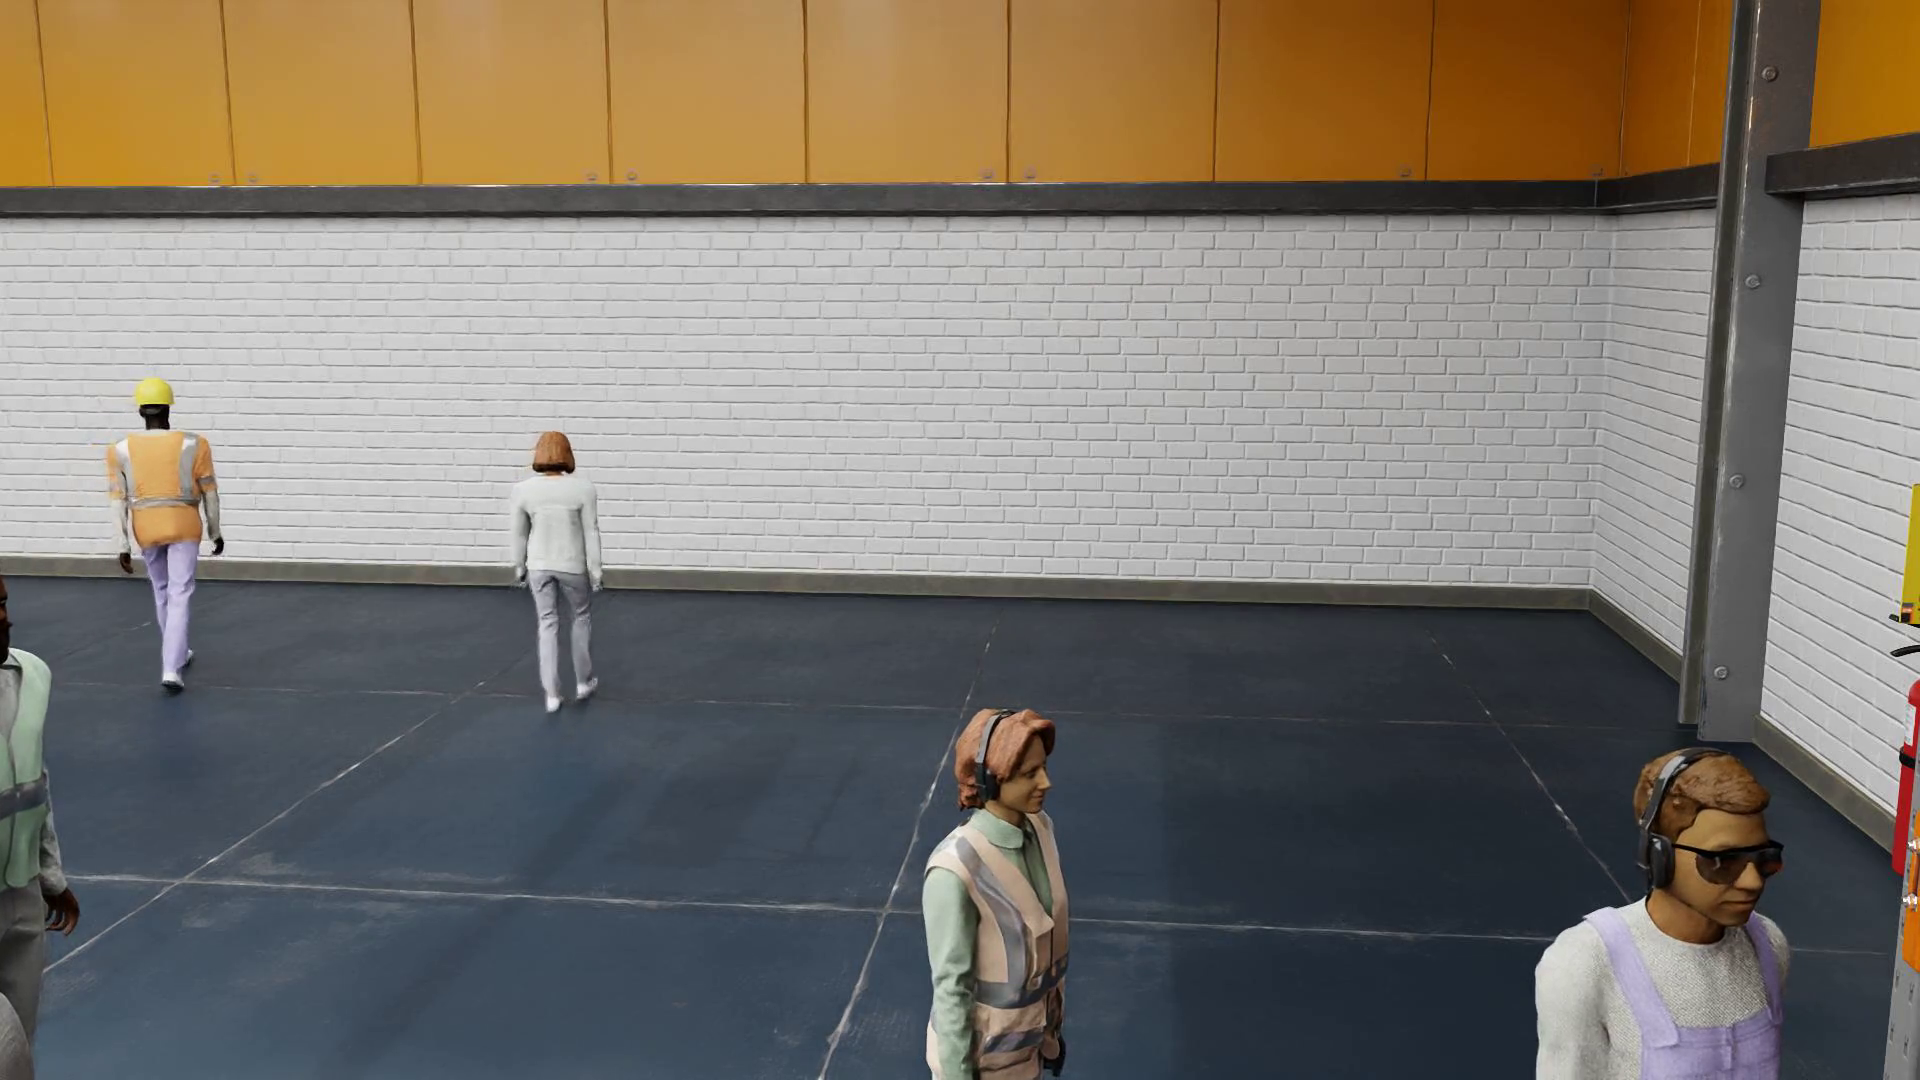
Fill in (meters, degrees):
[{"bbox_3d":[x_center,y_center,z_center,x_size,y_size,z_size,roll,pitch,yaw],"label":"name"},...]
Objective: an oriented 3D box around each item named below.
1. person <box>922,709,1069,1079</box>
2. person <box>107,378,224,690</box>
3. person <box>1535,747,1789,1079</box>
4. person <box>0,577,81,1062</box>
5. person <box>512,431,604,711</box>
[{"bbox_3d":[0.085,1.180,3.796,0.311,1.642,0.512,5,11,27],"label":"person"},{"bbox_3d":[-4.844,-0.042,10.152,0.587,1.887,0.999,-2,10,-12],"label":"person"},{"bbox_3d":[1.191,1.244,2.849,0.505,1.847,0.348,-4,11,-22],"label":"person"},{"bbox_3d":[-2.573,0.945,4.351,0.397,1.919,0.590,2,10,9],"label":"person"},{"bbox_3d":[-2.320,0.159,9.715,0.538,1.604,0.632,0,10,-1],"label":"person"}]
